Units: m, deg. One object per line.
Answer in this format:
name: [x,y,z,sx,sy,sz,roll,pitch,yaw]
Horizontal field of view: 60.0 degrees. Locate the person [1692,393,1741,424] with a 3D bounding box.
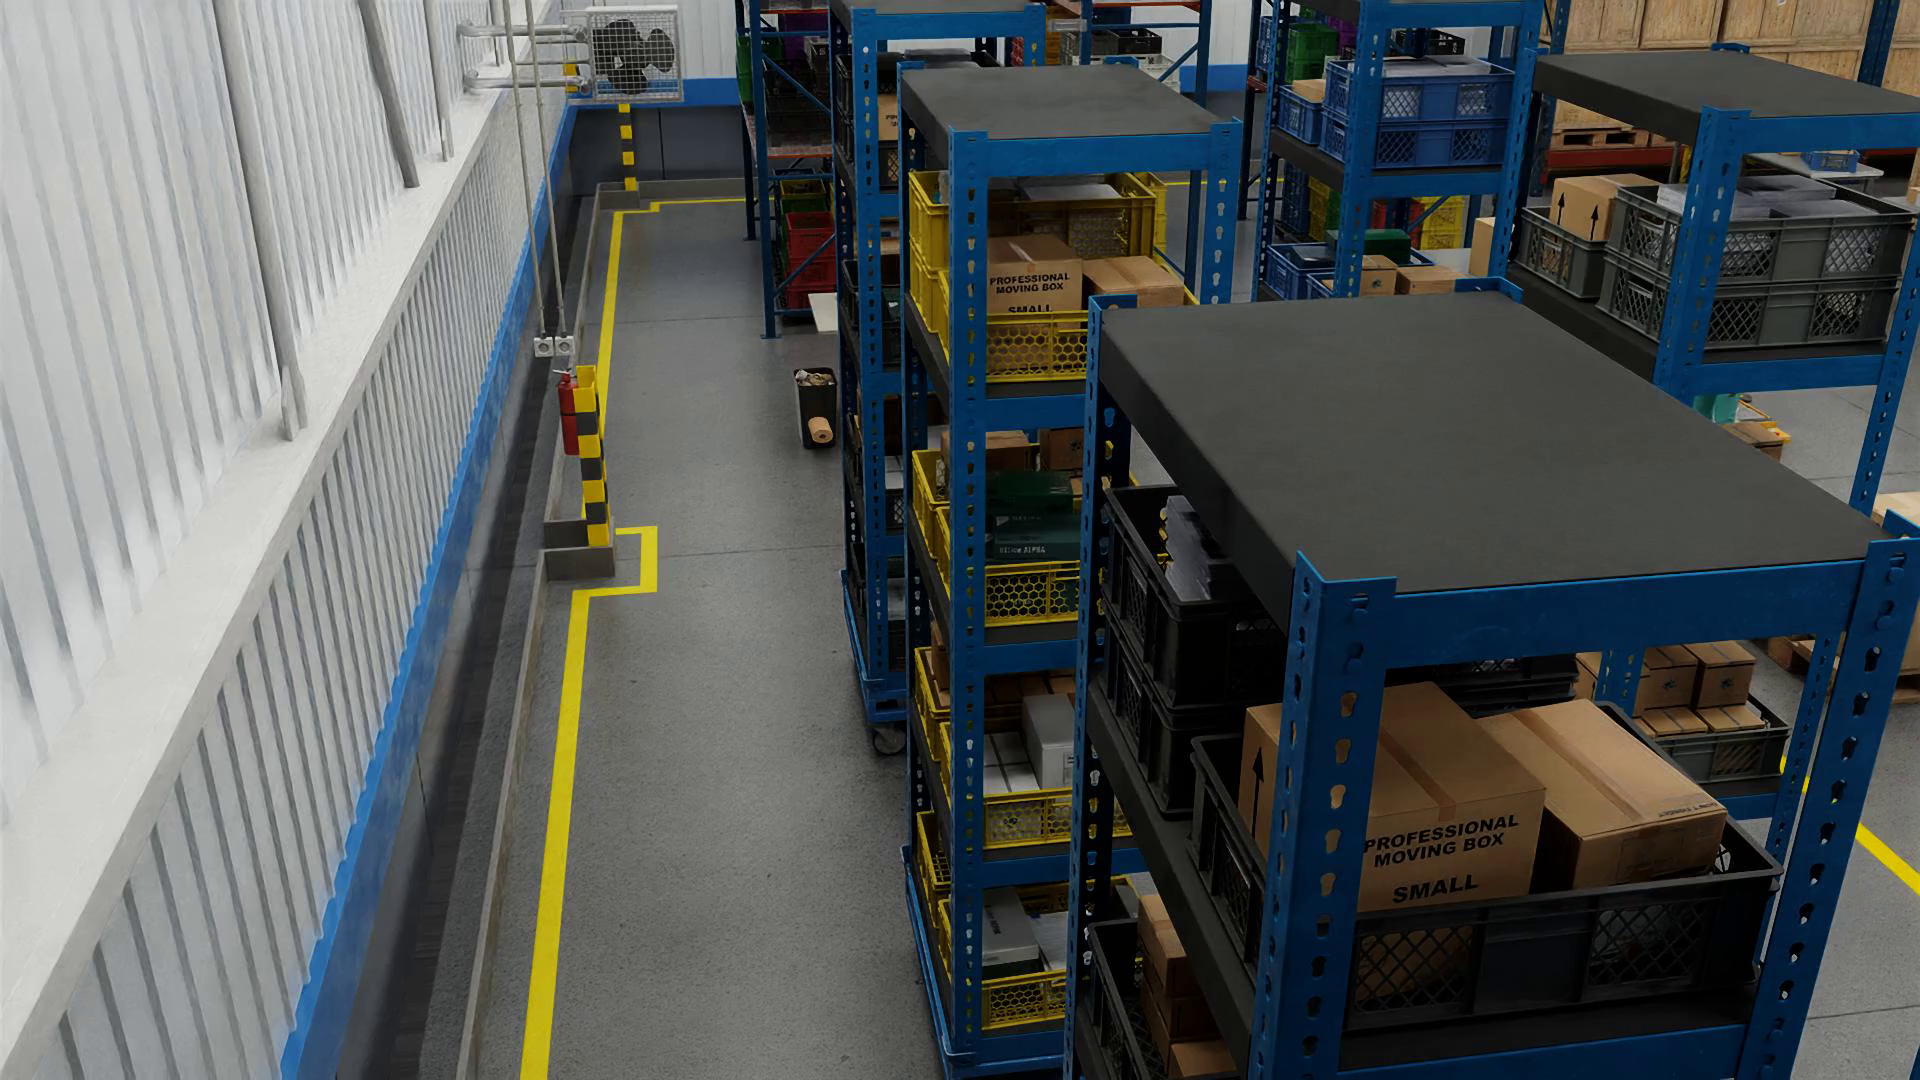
person: [5.000,-1.134,10.972,0.312,1.768,0.526,-6,25,-13]

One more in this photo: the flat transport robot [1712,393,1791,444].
flat transport robot: [5.224,-0.859,12.132,1.431,0.197,0.652,-4,25,-8]

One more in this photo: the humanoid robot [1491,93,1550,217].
humanoid robot: [5.867,-4.092,17.506,0.570,1.653,0.341,4,25,8]

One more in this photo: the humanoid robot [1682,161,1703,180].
humanoid robot: [7.372,-3.657,16.546,0.325,1.657,0.596,6,25,12]
